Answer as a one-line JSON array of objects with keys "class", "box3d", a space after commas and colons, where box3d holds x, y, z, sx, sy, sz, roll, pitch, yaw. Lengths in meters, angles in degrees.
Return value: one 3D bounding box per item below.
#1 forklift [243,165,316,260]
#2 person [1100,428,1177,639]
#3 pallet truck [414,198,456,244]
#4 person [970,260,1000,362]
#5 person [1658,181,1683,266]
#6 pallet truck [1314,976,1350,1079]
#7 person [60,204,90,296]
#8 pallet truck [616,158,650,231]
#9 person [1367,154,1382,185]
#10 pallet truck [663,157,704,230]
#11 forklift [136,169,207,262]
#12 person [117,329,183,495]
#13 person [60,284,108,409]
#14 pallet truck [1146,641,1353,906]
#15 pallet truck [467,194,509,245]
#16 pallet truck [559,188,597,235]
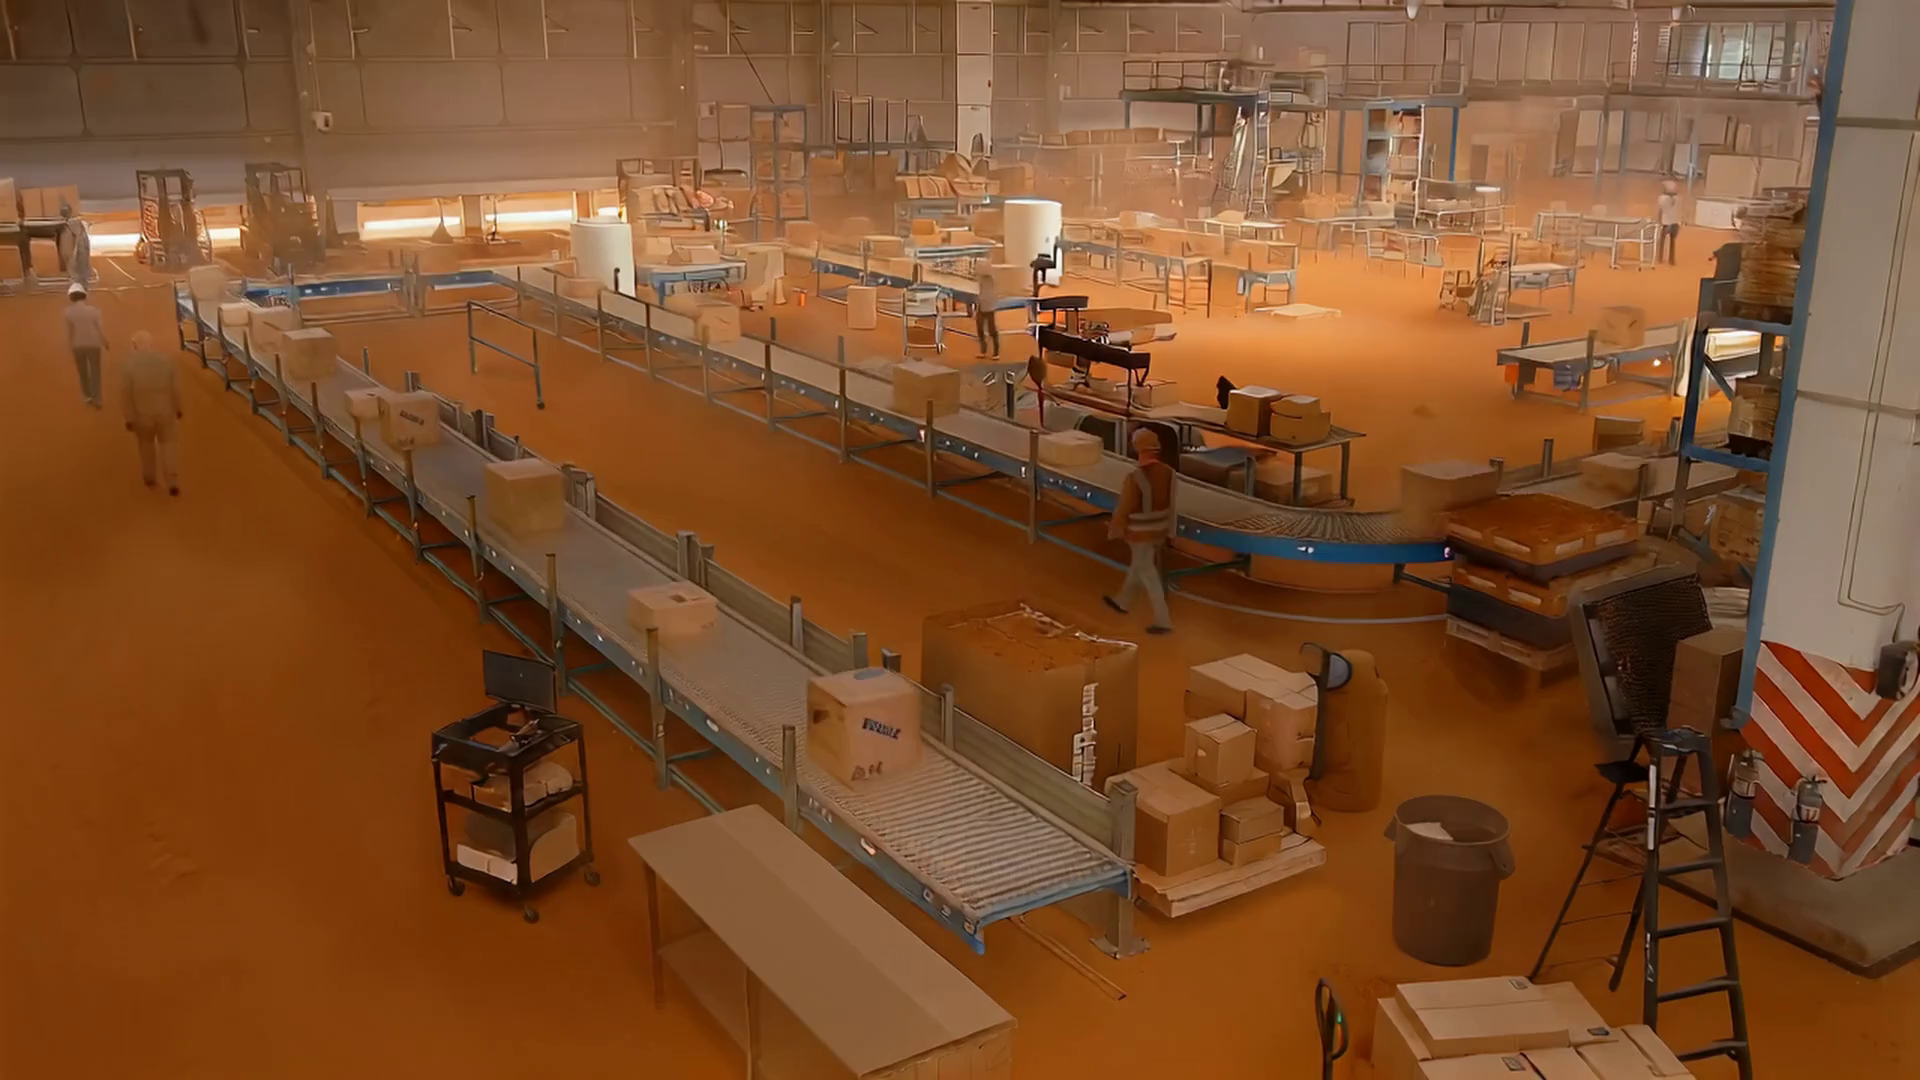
[{"class": "forklift", "box3d": [-15.898, -7.669, 38.708, 1.157, 1.987, 2.680, -11, 20, -33]}, {"class": "person", "box3d": [1.536, -0.078, 14.339, 0.605, 1.781, 0.924, -16, 23, -42]}, {"class": "pallet truck", "box3d": [-13.250, -8.060, 41.856, 0.680, 1.201, 1.601, -10, 20, -31]}, {"class": "person", "box3d": [0.380, -3.631, 26.446, 0.568, 1.601, 0.531, -5, 17, -17]}, {"class": "person", "box3d": [16.156, -7.213, 37.903, 0.543, 1.882, 0.962, 4, 17, 13]}, {"class": "pallet truck", "box3d": [2.299, 2.390, 7.086, 1.601, 1.201, 0.680, -2, 17, -7]}, {"class": "person", "box3d": [-17.681, -5.801, 33.295, 0.388, 1.837, 0.564, -5, 18, -17]}, {"class": "pallet truck", "box3d": [-8.918, -9.176, 44.255, 0.823, 1.965, 1.885, -9, 19, -27]}, {"class": "person", "box3d": [12.586, -10.918, 50.567, 0.488, 1.700, 0.893, -13, 21, -36]}, {"class": "pallet truck", "box3d": [-7.586, -9.308, 44.692, 0.823, 1.965, 1.885, -11, 20, -33]}, {"class": "forklift", "box3d": [-17.842, -7.318, 37.559, 1.157, 1.987, 2.680, -10, 20, -31]}, {"class": "person", "box3d": [-9.145, -1.467, 18.848, 0.654, 1.853, 1.012, -10, 20, -31]}, {"class": "person", "box3d": [-12.177, -2.694, 23.171, 0.526, 1.722, 0.919, -6, 18, -20]}, {"class": "pallet truck", "box3d": [1.664, 1.407, 10.232, 1.630, 1.274, 0.653, -10, 20, -31]}, {"class": "pallet truck", "box3d": [-11.983, -8.177, 42.137, 0.704, 1.261, 1.522, -11, 20, -33]}, {"class": "pallet truck", "box3d": [-10.010, -8.652, 43.699, 0.653, 1.274, 1.630, -10, 20, -31]}]
